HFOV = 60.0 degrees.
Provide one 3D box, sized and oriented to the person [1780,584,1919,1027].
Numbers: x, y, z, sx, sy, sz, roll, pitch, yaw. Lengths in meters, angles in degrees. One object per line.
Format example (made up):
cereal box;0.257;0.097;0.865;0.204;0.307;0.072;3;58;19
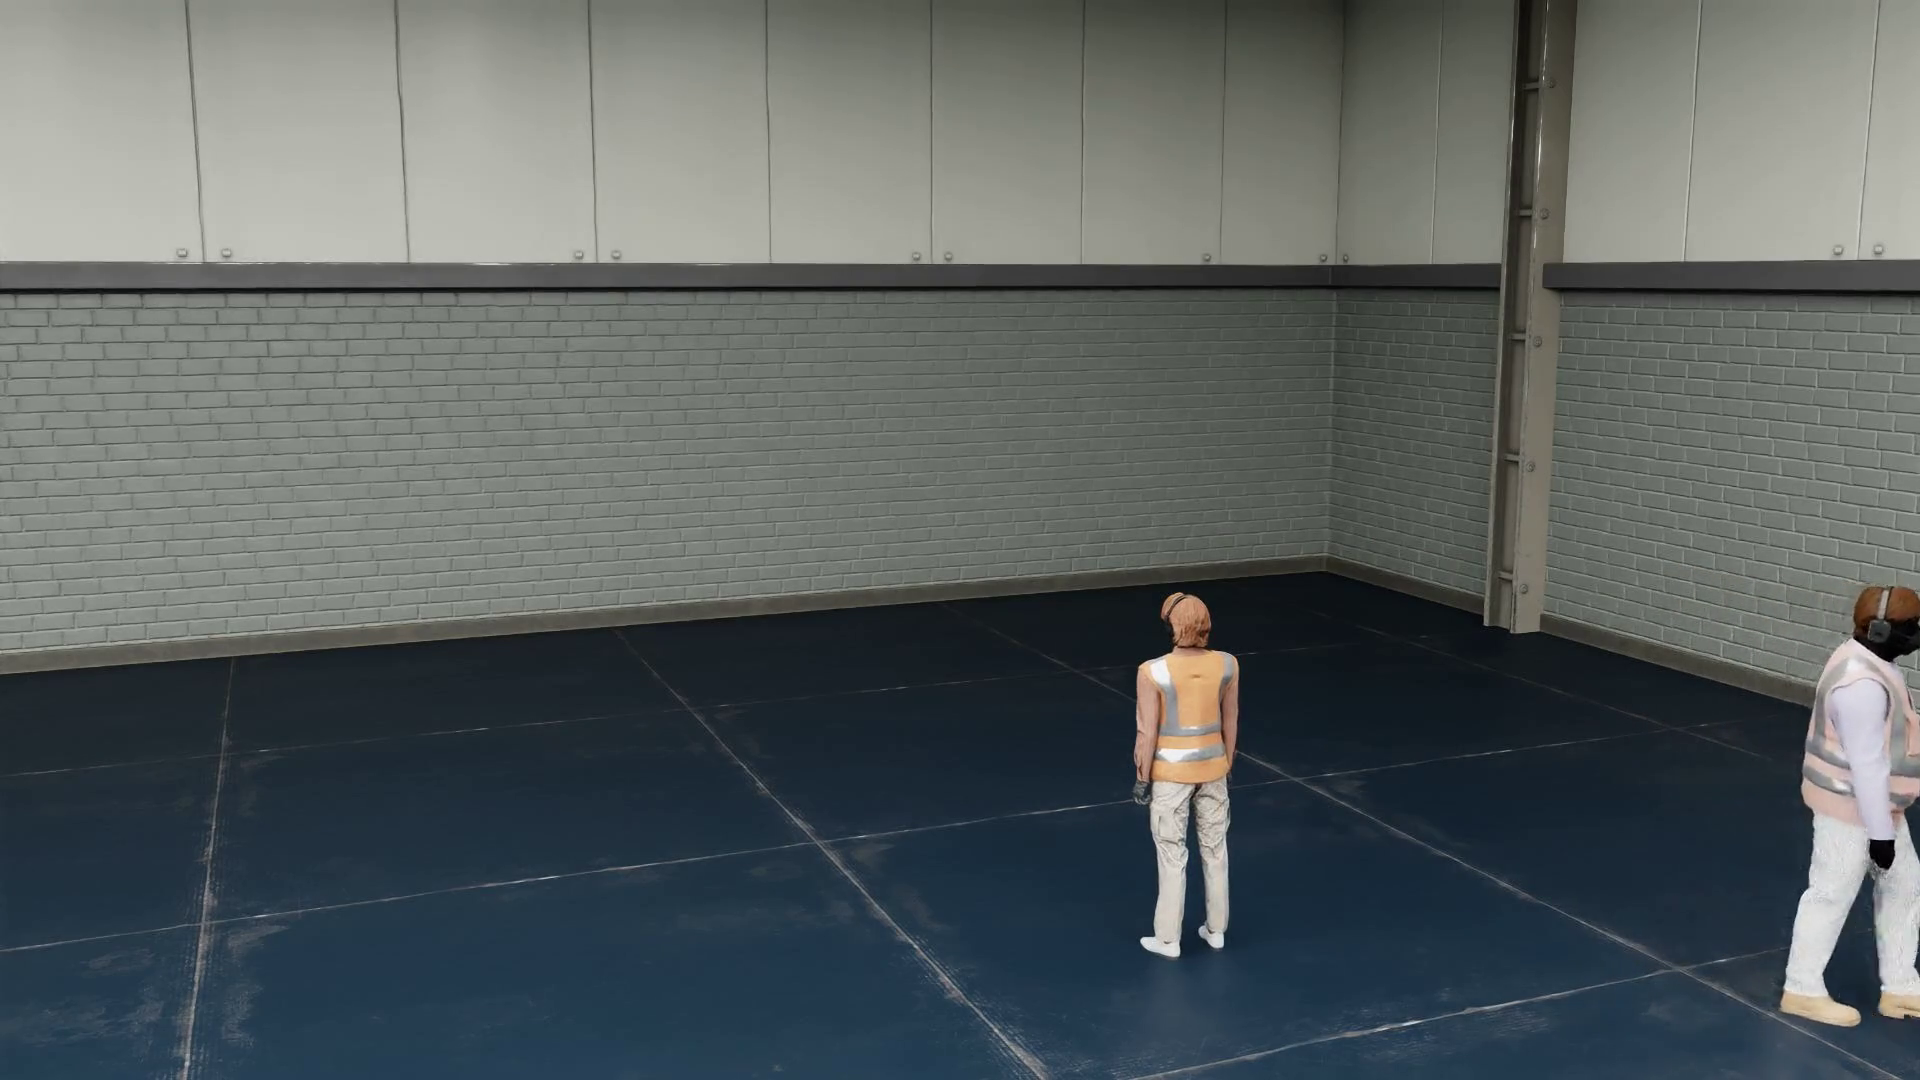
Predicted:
person;3.720;1.083;6.617;0.768;1.814;0.650;6;11;33

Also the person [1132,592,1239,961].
person;1.002;1.048;7.384;0.515;1.641;0.314;-3;10;-20
